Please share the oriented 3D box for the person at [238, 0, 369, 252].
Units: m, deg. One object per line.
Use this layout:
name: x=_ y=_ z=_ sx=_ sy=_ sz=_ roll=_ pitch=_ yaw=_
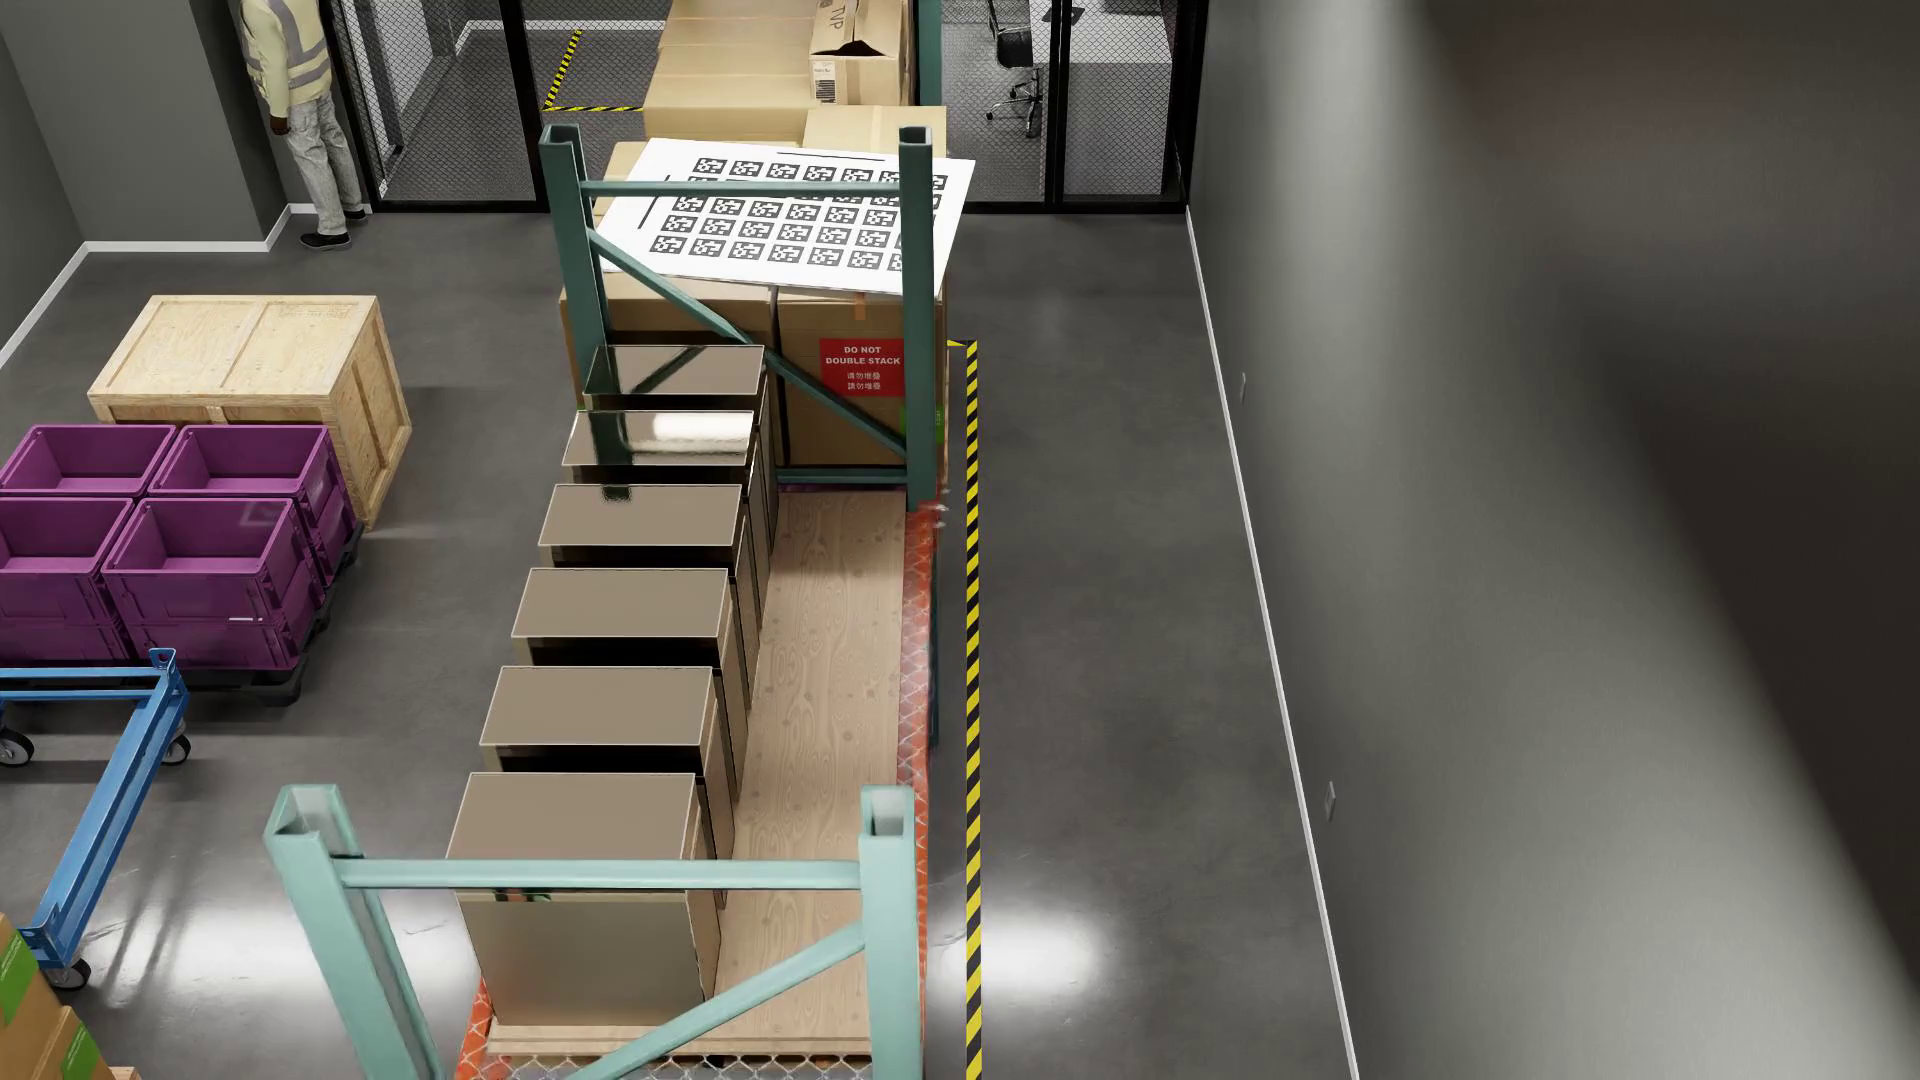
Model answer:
person: x=-3.484 y=-2.392 z=8.699 sx=0.404 sy=1.830 sz=0.603 roll=5 pitch=41 yaw=6
